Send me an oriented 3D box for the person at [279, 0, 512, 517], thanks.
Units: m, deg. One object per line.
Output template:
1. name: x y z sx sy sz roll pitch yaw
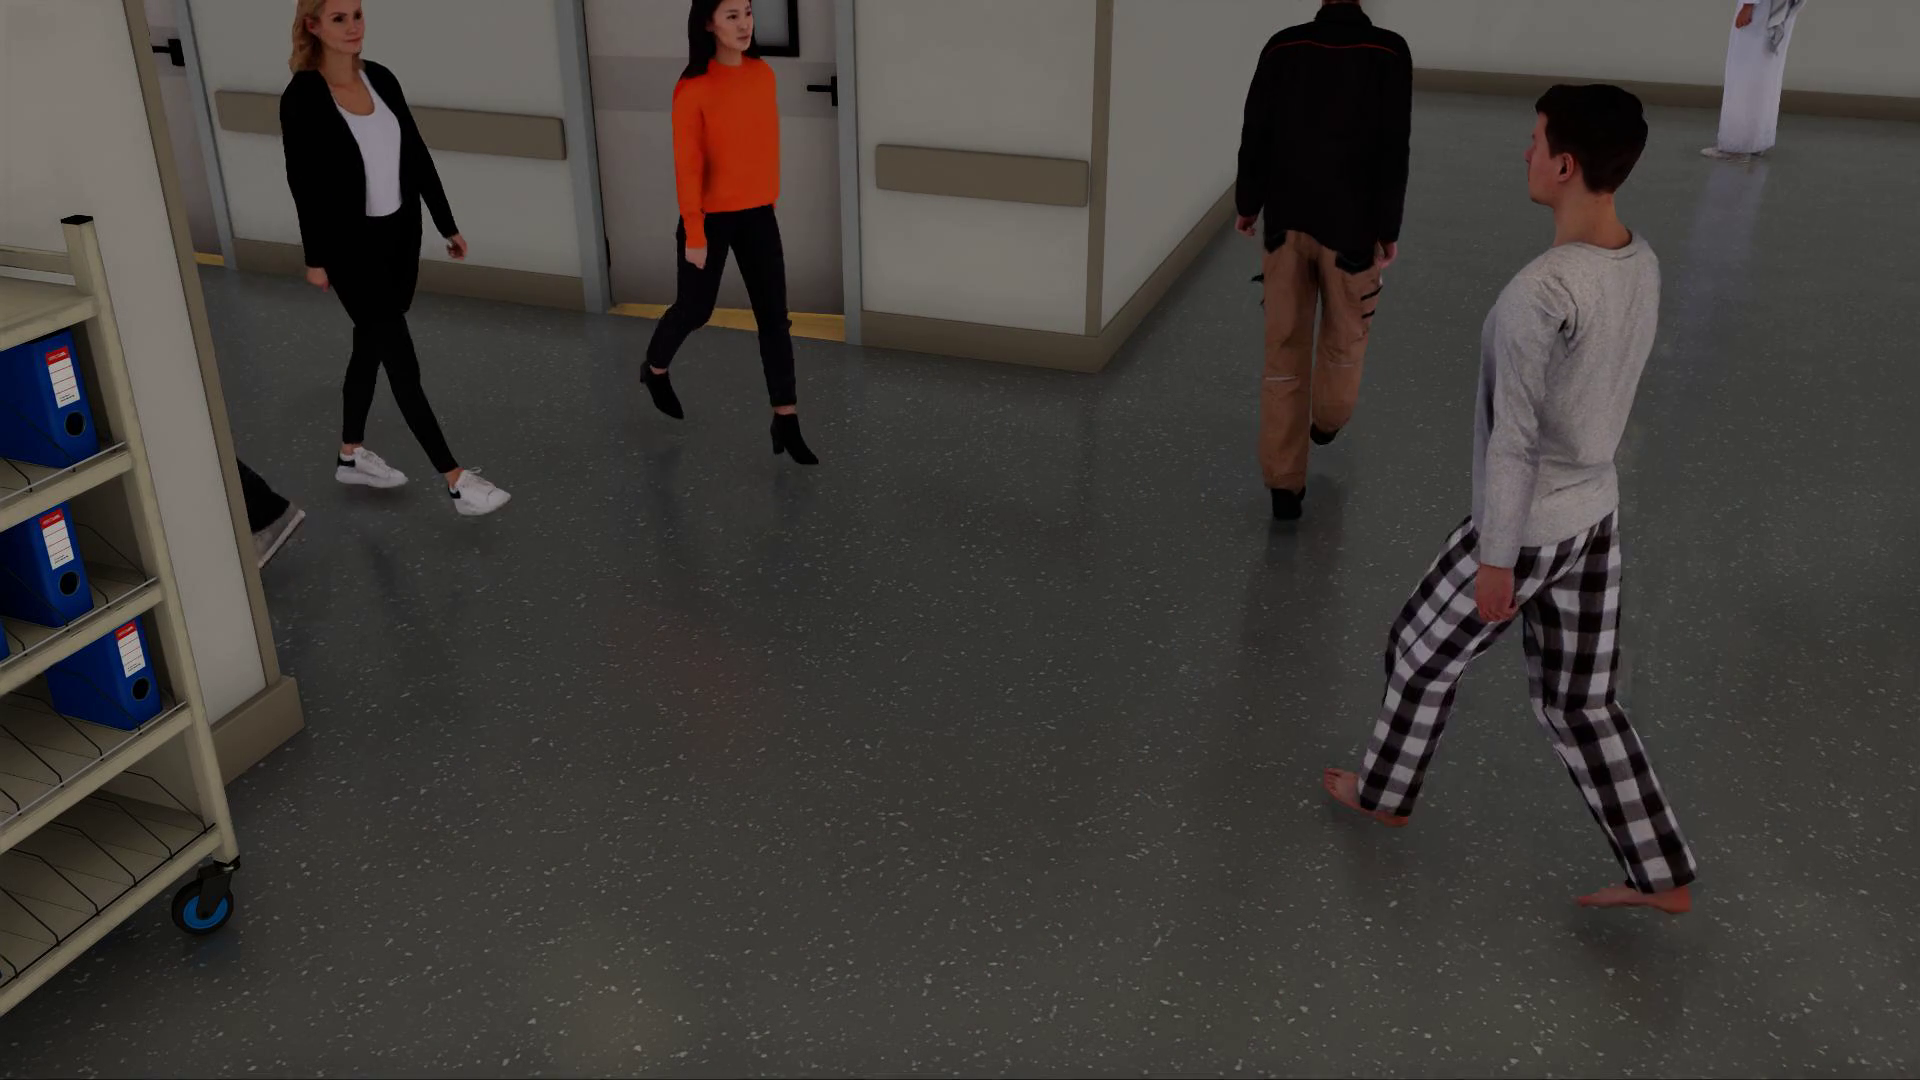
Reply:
1. person: -2.043 -0.939 5.547 0.739 1.760 1.015 10 28 21

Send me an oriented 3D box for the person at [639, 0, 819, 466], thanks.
1. person: -0.899 -1.125 6.001 1.003 1.702 1.187 22 34 38

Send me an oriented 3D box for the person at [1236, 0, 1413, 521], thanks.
1. person: 1.170 -0.968 5.477 0.750 1.873 1.195 8 27 16

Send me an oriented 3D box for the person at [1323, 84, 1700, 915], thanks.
1. person: 1.315 0.010 3.530 1.191 1.804 1.109 -19 32 -34

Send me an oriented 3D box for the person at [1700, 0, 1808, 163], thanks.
1. person: 5.049 -3.354 10.365 0.757 1.926 0.864 -20 32 -36
